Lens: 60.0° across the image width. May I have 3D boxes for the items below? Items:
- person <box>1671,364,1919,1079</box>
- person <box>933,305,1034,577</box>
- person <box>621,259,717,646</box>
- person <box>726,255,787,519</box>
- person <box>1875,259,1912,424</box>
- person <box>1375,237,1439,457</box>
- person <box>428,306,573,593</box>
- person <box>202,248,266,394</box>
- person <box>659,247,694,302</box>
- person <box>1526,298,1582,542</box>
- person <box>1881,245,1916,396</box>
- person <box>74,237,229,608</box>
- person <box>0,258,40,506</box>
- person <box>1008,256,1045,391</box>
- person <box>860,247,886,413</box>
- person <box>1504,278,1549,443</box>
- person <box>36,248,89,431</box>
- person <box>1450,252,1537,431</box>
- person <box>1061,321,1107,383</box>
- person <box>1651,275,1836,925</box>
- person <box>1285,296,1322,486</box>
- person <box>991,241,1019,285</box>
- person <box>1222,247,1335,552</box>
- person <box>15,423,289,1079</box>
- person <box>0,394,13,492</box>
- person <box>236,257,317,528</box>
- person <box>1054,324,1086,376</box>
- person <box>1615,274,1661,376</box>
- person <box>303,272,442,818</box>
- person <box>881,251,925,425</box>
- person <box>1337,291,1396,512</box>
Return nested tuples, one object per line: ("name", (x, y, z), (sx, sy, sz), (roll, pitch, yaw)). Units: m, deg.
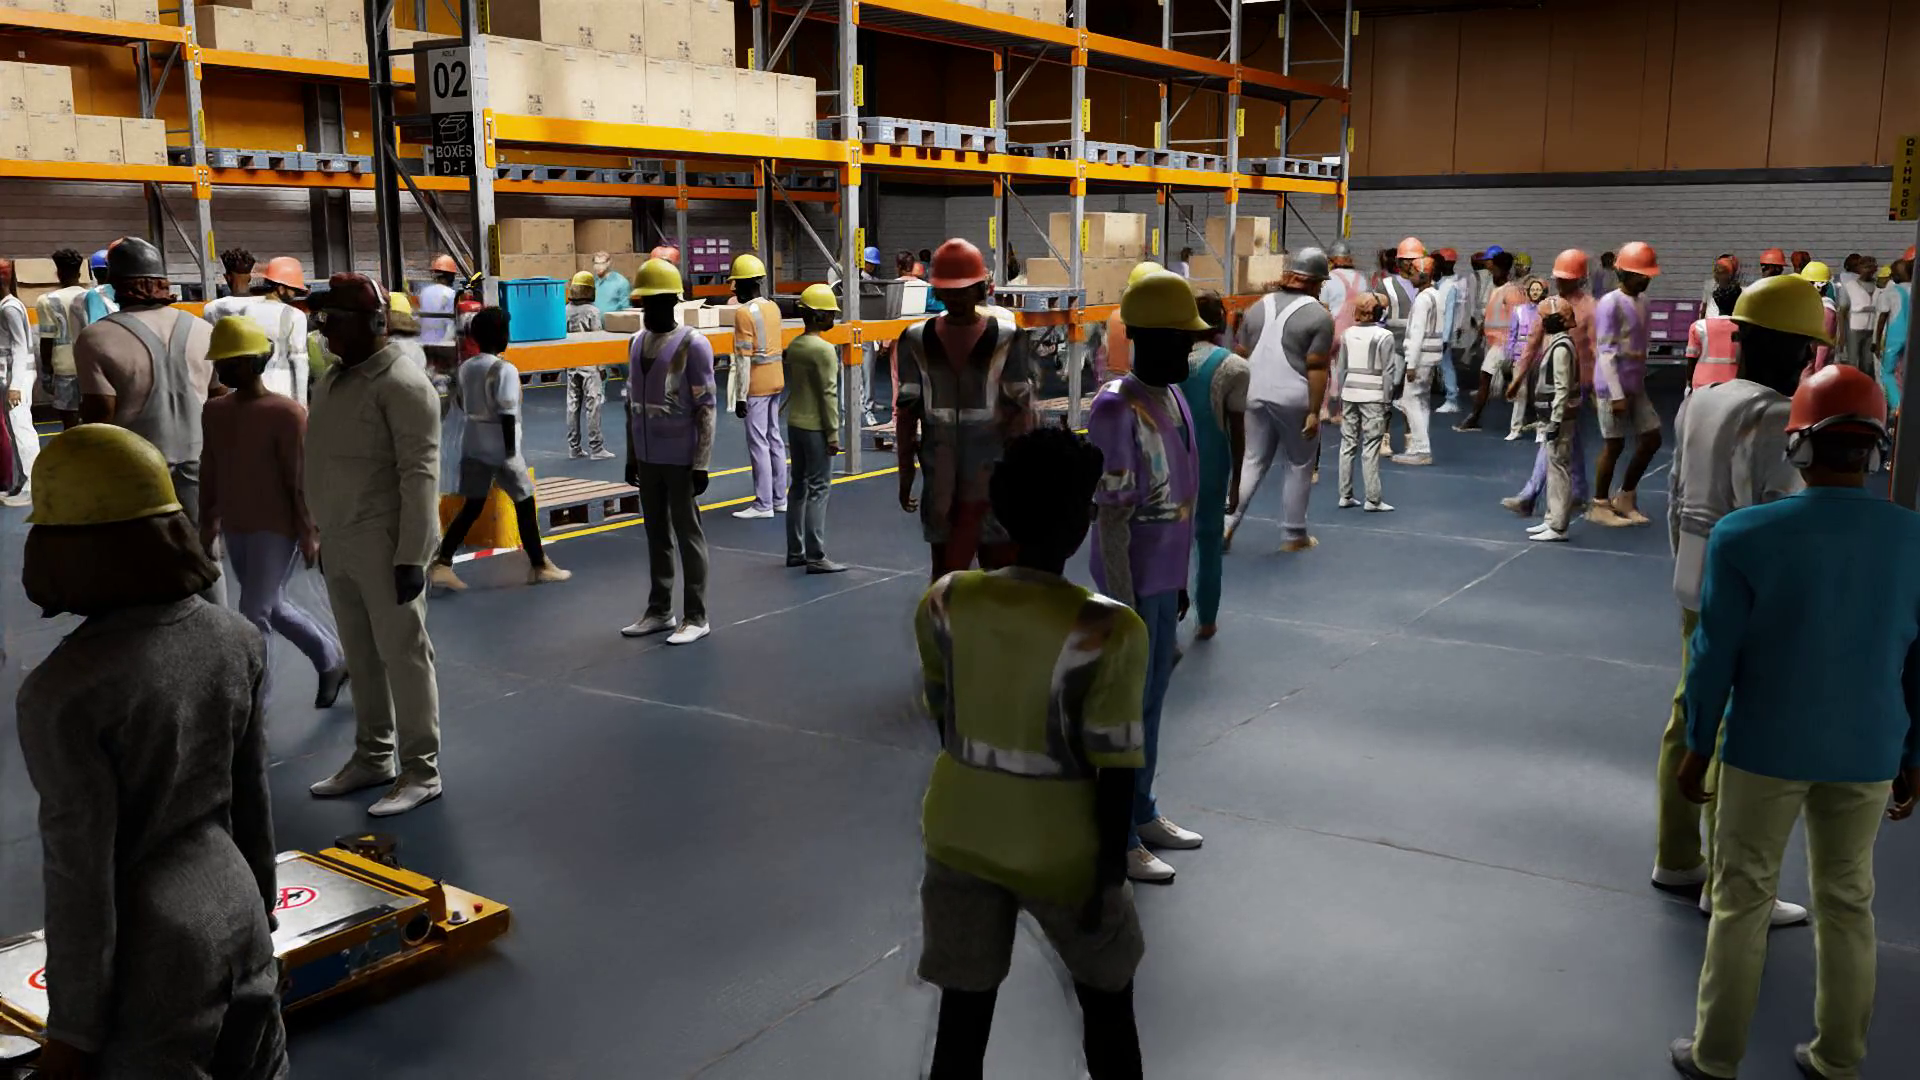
("person", (1.978, 0.463, 3.897), (0.573, 1.741, 0.351), (1, 10, 3))
("person", (0.117, -0.192, 7.558), (0.600, 1.723, 0.489), (-8, 13, -38))
("person", (-1.484, -0.438, 8.369), (0.594, 1.925, 0.370), (8, 13, 37))
("person", (-1.499, -1.113, 12.157), (0.408, 1.918, 0.584), (3, 11, 17))
("person", (10.262, -2.143, 18.112), (0.556, 1.819, 0.440), (1, 10, 7))
("person", (4.165, -1.786, 15.521), (0.607, 2.044, 0.378), (-1, 10, -7))
("person", (-2.704, -0.515, 9.571), (0.540, 1.656, 0.855), (9, 13, 39))
("person", (-5.143, -1.116, 12.022), (0.370, 1.965, 0.608), (8, 13, 39))
("person", (-3.518, -2.563, 20.106), (0.618, 1.955, 0.990), (1, 10, 4))
("person", (4.015, -0.805, 11.207), (0.318, 1.639, 0.514), (3, 11, 18))
("person", (10.631, -2.281, 18.490), (0.671, 1.959, 0.700), (8, 13, 38))
("person", (-3.737, -0.367, 7.663), (0.536, 2.000, 0.688), (7, 12, 35))
("person", (-7.268, -1.206, 12.749), (0.337, 1.882, 0.584), (-7, 12, -34))
("person", (0.744, -2.751, 21.504), (0.634, 1.816, 0.711), (10, 14, 44))
("person", (-1.088, -2.464, 19.563), (0.402, 1.940, 0.602), (5, 11, 26))
("person", (5.752, -1.798, 16.695), (0.517, 1.645, 0.308), (7, 12, 35))
("person", (-7.274, -1.420, 13.747), (0.386, 1.957, 0.603), (8, 13, 37))
("person", (5.750, -2.082, 17.551), (0.977, 1.910, 0.637), (1, 10, 5))
("person", (1.805, -3.150, 23.538), (0.860, 1.901, 0.641), (-4, 11, -19))
("person", (2.346, 0.177, 4.987), (0.381, 1.919, 0.584), (-1, 10, -7))
("person", (2.869, -1.292, 13.757), (0.322, 1.691, 0.535), (2, 10, 11))
("person", (0.584, -3.307, 23.954), (0.538, 2.000, 0.683), (2, 10, 11))
("person", (2.055, -0.918, 10.719), (0.799, 2.000, 0.701), (-10, 14, -43))
("person", (-1.300, 0.679, 2.697), (0.325, 1.740, 0.492), (3, 11, 14))
("person", (-7.776, -1.314, 13.037), (0.394, 1.994, 0.612), (9, 13, 40))
("person", (-4.693, -0.985, 11.463), (0.584, 1.899, 0.663), (1, 10, 6))
("person", (1.675, -3.410, 24.806), (0.366, 1.939, 0.635), (-6, 12, -31))
("person", (9.992, -3.348, 24.607), (0.941, 1.877, 0.613), (-4, 11, -21))
("person", (-2.107, 0.015, 5.908), (0.648, 1.913, 0.409), (9, 13, 40))
("person", (-0.564, -2.127, 17.803), (0.592, 1.907, 0.415), (-8, 13, -38))
("person", (3.032, -1.030, 12.447), (0.315, 1.641, 0.515), (-7, 12, -34))
